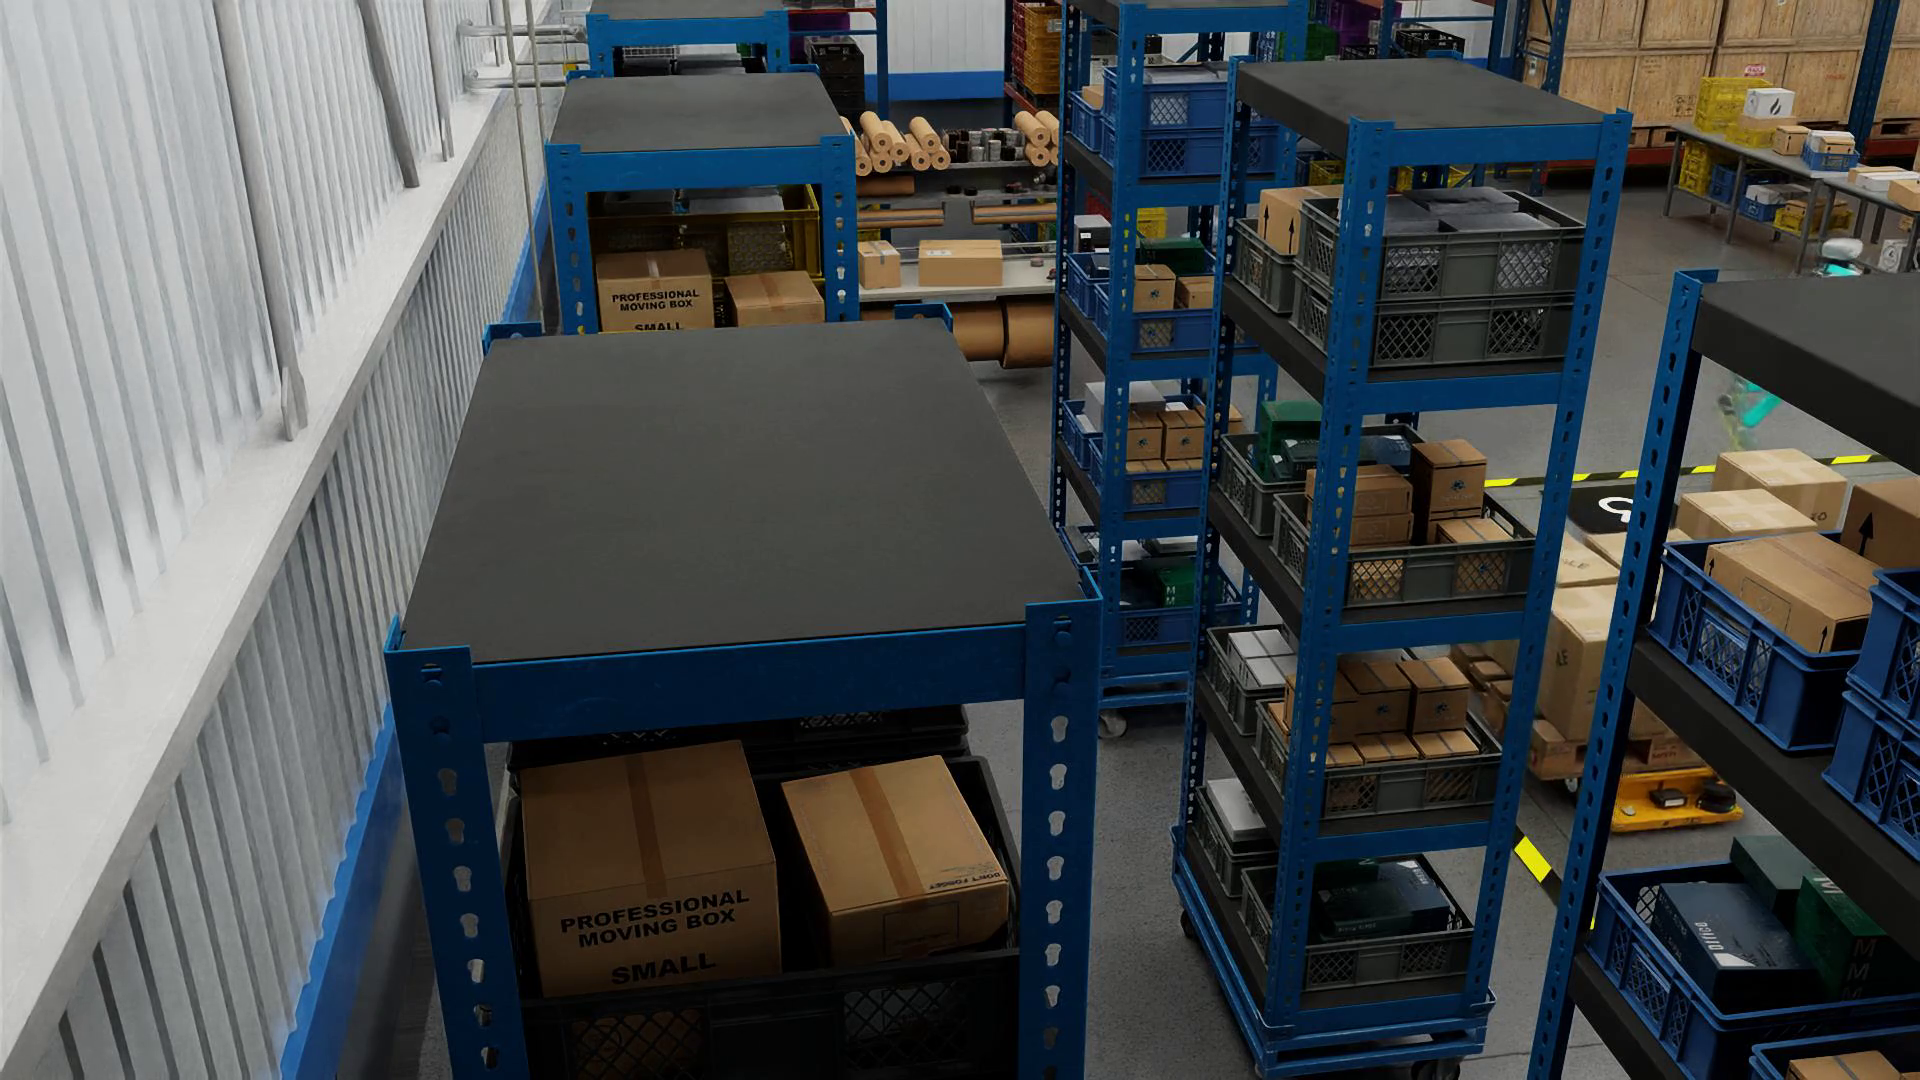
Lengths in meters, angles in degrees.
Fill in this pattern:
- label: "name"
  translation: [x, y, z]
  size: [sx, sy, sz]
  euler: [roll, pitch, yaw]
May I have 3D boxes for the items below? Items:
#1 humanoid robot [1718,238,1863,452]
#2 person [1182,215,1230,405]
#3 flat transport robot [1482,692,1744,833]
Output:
- label: "humanoid robot"
  translation: [5.410, -1.172, 11.092]
  size: [0.821, 1.770, 0.557]
  euler: [18, 30, 34]
- label: "person"
  translation: [1.646, -1.259, 11.141]
  size: [0.400, 1.851, 0.591]
  euler: [-2, 25, -5]
- label: "flat transport robot"
  translation: [3.166, 0.943, 8.215]
  size: [0.652, 0.197, 1.431]
  euler: [-4, 25, -8]
